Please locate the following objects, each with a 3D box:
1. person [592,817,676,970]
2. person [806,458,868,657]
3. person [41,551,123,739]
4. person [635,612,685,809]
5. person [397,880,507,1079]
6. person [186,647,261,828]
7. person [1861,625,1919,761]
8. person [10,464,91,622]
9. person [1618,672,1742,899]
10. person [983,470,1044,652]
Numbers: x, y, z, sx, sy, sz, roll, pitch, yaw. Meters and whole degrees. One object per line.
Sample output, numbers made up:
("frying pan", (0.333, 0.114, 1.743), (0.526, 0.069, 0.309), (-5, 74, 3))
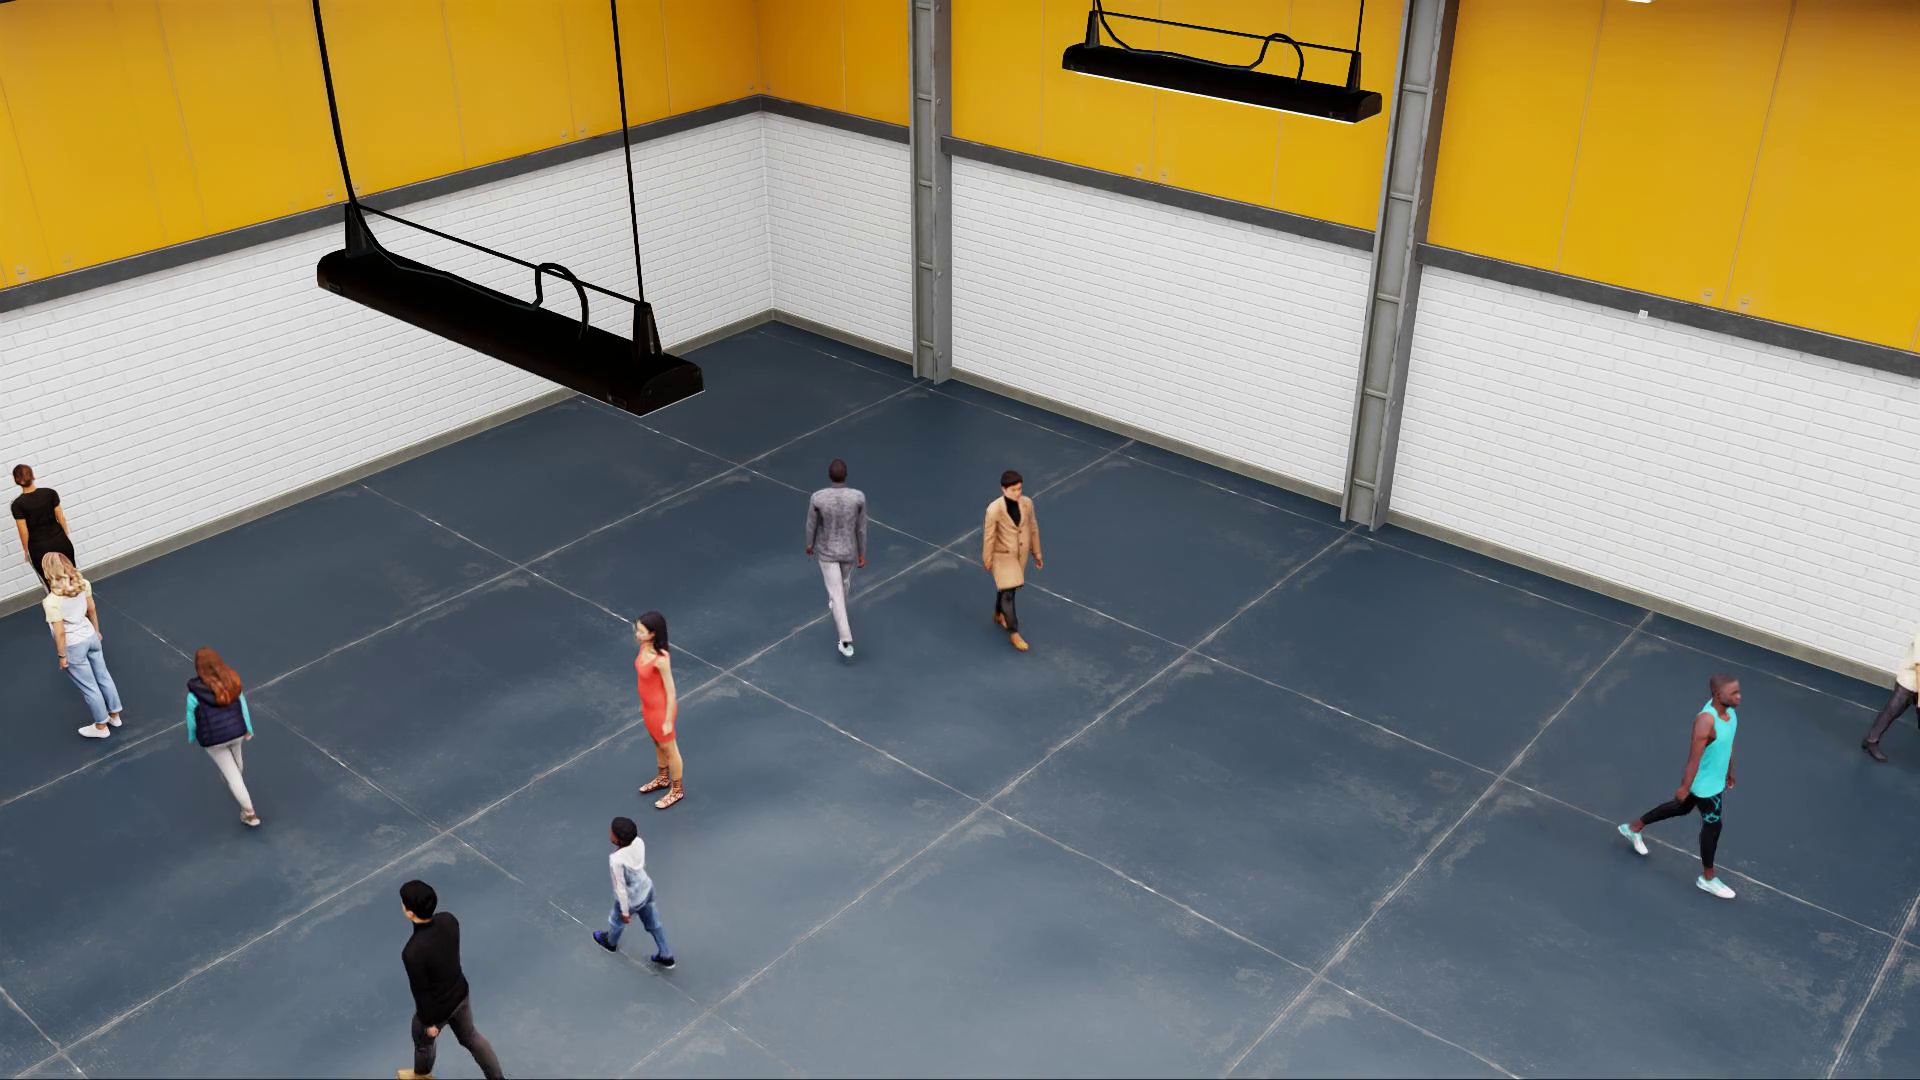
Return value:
("person", (-2.190, 2.444, 11.386), (0.915, 1.224, 0.572), (17, 33, 28))
("person", (-1.089, 0.184, 14.940), (1.092, 1.789, 1.320), (-9, 30, -16))
("person", (-7.285, 0.862, 13.767), (0.699, 1.723, 0.709), (7, 29, 12))
("person", (-2.342, 1.303, 12.963), (0.697, 1.718, 0.556), (-19, 34, -30))
("person", (-3.123, 2.821, 10.214), (1.162, 1.685, 0.847), (12, 31, 21))
("person", (-5.643, 1.541, 12.800), (0.978, 1.457, 0.599), (24, 36, 36))
("person", (7.632, 1.131, 13.439), (0.902, 1.564, 0.617), (23, 36, 36))
("person", (-8.388, 0.055, 15.303), (0.489, 1.668, 0.574), (22, 35, 34))
("person", (5.338, 1.708, 12.160), (1.136, 1.775, 0.615), (21, 35, 33))
("person", (0.410, 0.094, 15.201), (0.803, 1.698, 1.032), (-19, 34, -30))
